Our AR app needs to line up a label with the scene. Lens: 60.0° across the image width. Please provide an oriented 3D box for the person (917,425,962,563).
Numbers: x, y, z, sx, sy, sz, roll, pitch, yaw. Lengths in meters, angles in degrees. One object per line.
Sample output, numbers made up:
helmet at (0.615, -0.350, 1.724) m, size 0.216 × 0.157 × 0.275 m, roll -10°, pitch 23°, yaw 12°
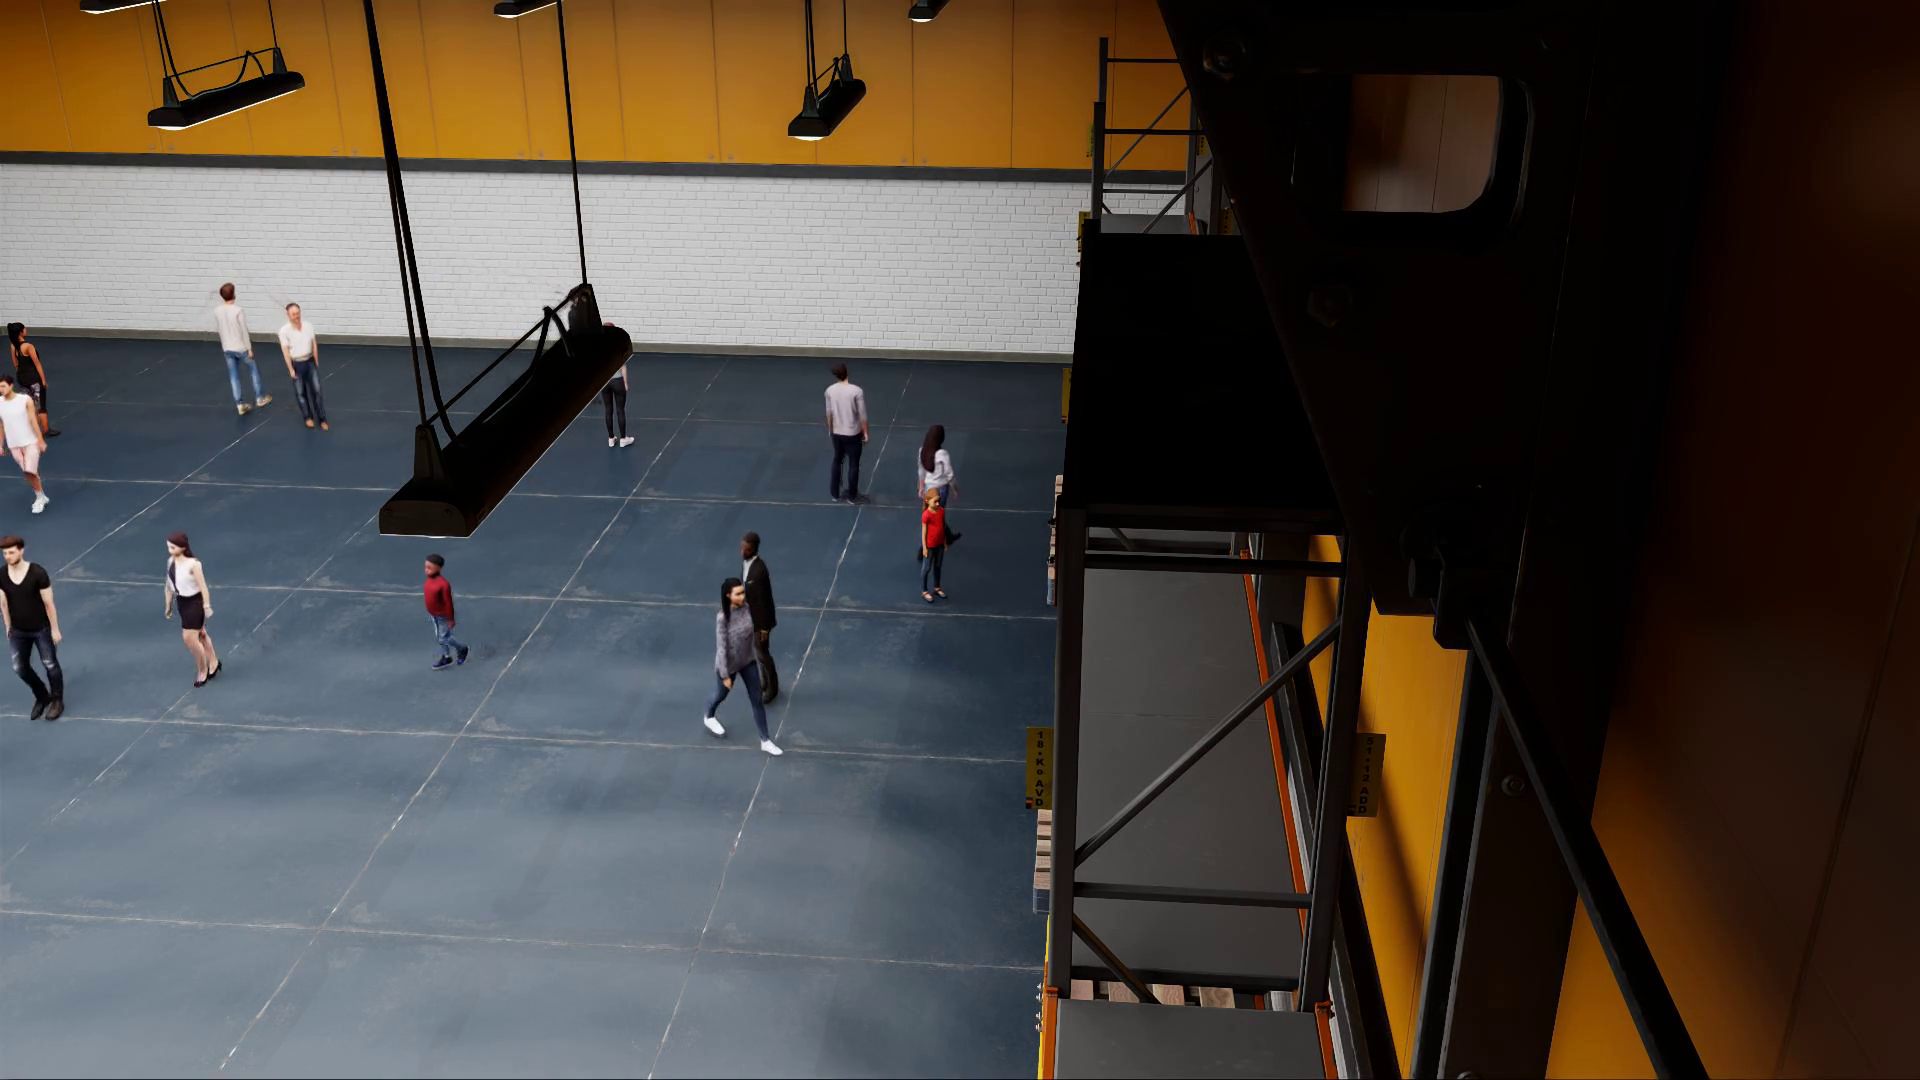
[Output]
person at (-0.315, -0.510, 19.185) m, size 1.099 × 1.592 × 1.022 m, roll -20°, pitch 31°, yaw -39°

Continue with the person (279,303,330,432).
person at (-9.284, -2.473, 23.378) m, size 0.950 × 1.830 × 1.048 m, roll -14°, pitch 27°, yaw -29°

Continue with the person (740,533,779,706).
person at (-1.935, 0.749, 16.054) m, size 0.925 × 1.793 × 0.727 m, roll -6°, pitch 24°, yaw -13°

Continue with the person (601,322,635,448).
person at (-4.741, -2.123, 22.687) m, size 0.612 × 1.742 × 0.586 m, roll 6°, pitch 24°, yaw 14°

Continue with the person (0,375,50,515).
person at (-11.566, -1.238, 20.633) m, size 0.700 × 1.766 × 0.731 m, roll 0°, pitch 24°, yaw 1°

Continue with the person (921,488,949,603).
person at (-0.297, 0.033, 18.297) m, size 0.549 × 1.307 × 0.610 m, roll -19°, pitch 30°, yaw -37°

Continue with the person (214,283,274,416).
person at (-10.418, -2.714, 23.858) m, size 0.705 × 1.887 × 0.859 m, roll 3°, pitch 24°, yaw 8°

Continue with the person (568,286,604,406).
person at (-5.544, -2.865, 24.361) m, size 0.950 × 1.760 × 1.013 m, roll 14°, pitch 27°, yaw 29°

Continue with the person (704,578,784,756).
person at (-2.133, 1.133, 15.312) m, size 1.148 × 1.684 × 1.209 m, roll 18°, pitch 29°, yaw 35°

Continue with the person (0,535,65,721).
person at (-8.796, 0.788, 15.845) m, size 0.734 × 1.889 × 0.665 m, roll -1°, pitch 24°, yaw -3°

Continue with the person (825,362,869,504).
person at (-1.417, -1.348, 20.807) m, size 0.754 × 1.827 × 0.664 m, roll 16°, pitch 28°, yaw 32°

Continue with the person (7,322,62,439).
person at (-12.879, -2.232, 23.037) m, size 0.619 × 1.661 × 0.574 m, roll 7°, pitch 25°, yaw 16°

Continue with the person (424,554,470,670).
person at (-5.200, 0.706, 16.832) m, size 0.644 × 1.248 × 0.706 m, roll 21°, pitch 31°, yaw 39°

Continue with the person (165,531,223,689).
person at (-7.546, 0.647, 16.488) m, size 0.674 × 1.632 × 0.748 m, roll 11°, pitch 26°, yaw 24°
